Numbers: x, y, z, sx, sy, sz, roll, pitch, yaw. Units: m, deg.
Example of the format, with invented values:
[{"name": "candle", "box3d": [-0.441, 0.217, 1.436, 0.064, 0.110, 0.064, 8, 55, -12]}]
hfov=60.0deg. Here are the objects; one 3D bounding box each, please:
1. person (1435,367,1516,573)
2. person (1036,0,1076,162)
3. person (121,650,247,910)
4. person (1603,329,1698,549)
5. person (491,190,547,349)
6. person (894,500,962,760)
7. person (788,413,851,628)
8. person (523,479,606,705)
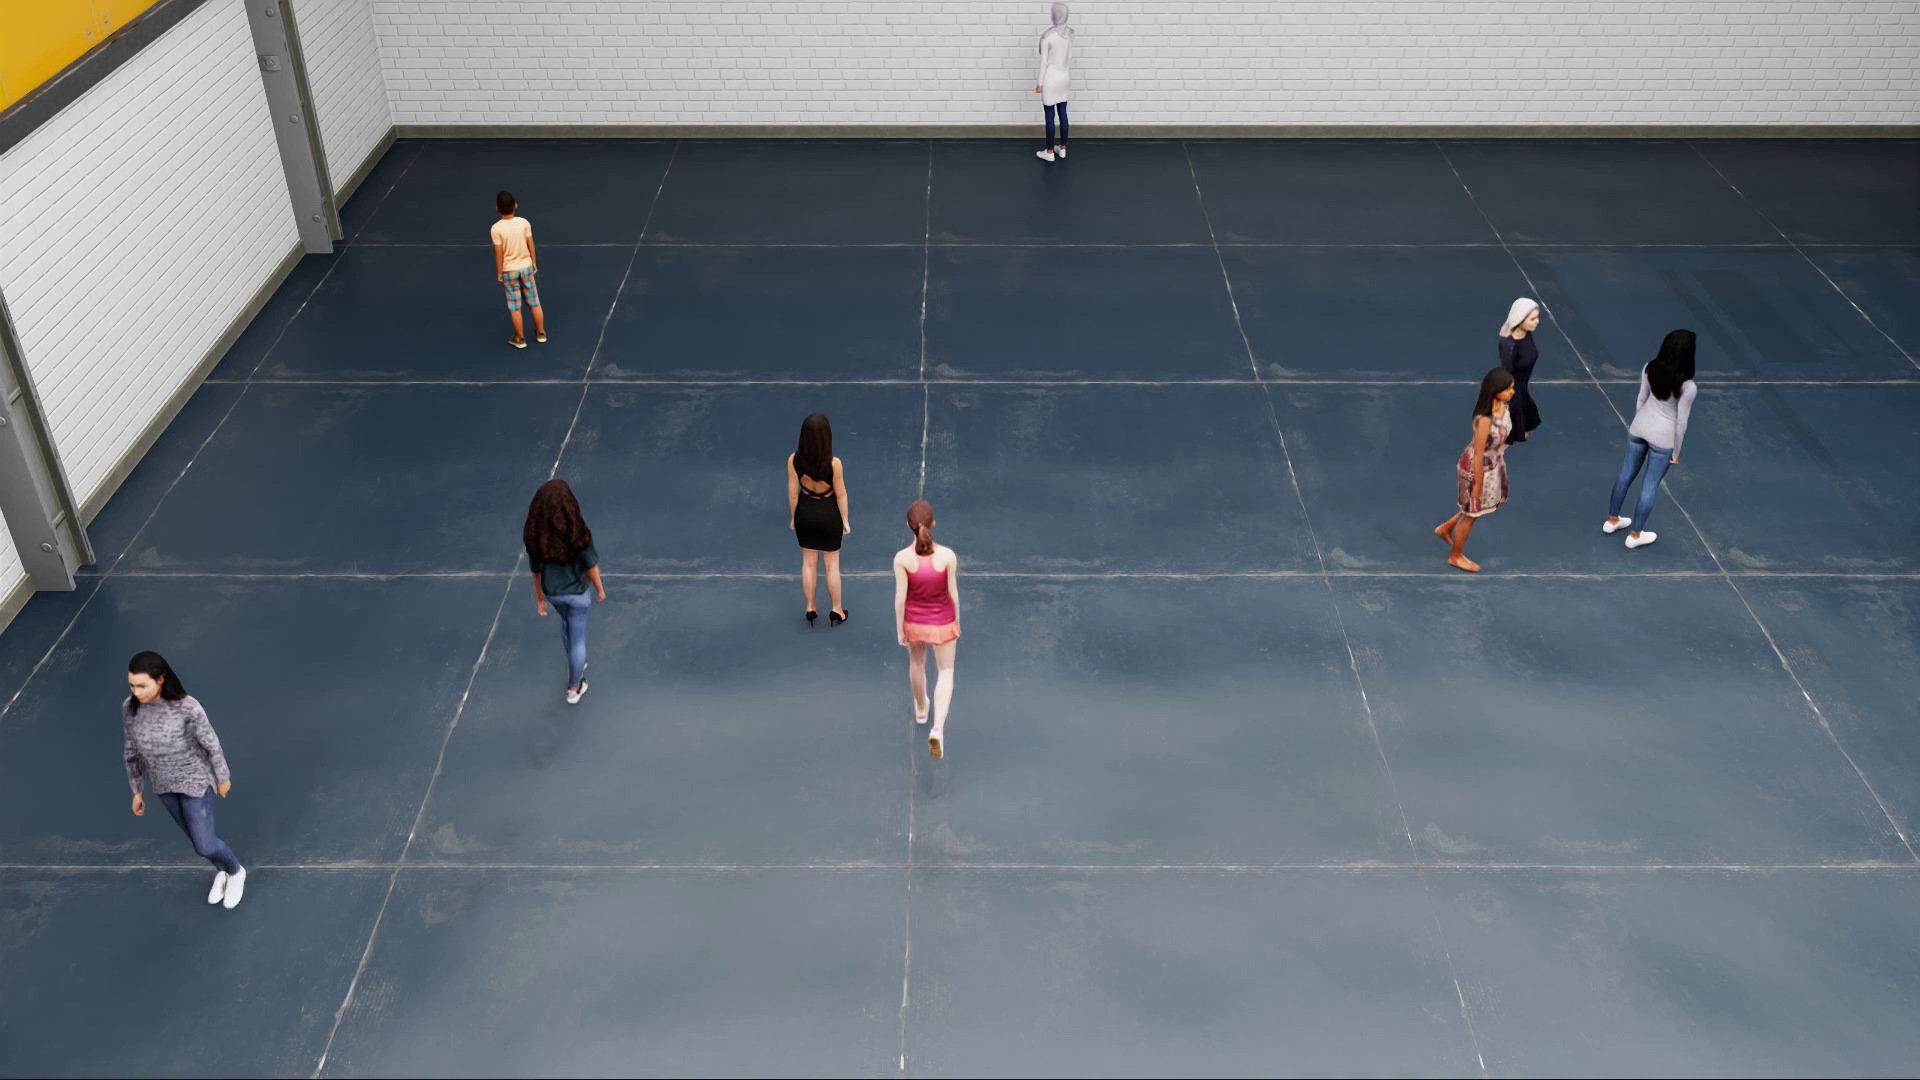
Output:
[{"name": "person", "box3d": [3.660, -0.529, 11.972, 0.869, 1.637, 0.795, 18, 37, 24]}, {"name": "person", "box3d": [1.090, -5.200, 18.875, 0.689, 1.775, 0.705, -20, 39, -27]}, {"name": "person", "box3d": [-4.244, 1.279, 9.179, 0.660, 1.717, 0.643, 5, 34, 7]}, {"name": "person", "box3d": [5.084, -0.756, 12.225, 0.737, 1.735, 0.633, -19, 38, -26]}, {"name": "person", "box3d": [-4.003, -2.448, 15.019, 0.599, 1.461, 0.630, -21, 39, -29]}, {"name": "person", "box3d": [-0.193, 0.563, 10.243, 0.582, 1.734, 0.994, 1, 34, 1]}, {"name": "person", "box3d": [-0.968, -0.121, 11.349, 0.611, 1.648, 0.553, 6, 34, 9]}, {"name": "person", "box3d": [-2.531, 0.379, 10.640, 0.613, 1.600, 0.671, 3, 34, 4]}]
